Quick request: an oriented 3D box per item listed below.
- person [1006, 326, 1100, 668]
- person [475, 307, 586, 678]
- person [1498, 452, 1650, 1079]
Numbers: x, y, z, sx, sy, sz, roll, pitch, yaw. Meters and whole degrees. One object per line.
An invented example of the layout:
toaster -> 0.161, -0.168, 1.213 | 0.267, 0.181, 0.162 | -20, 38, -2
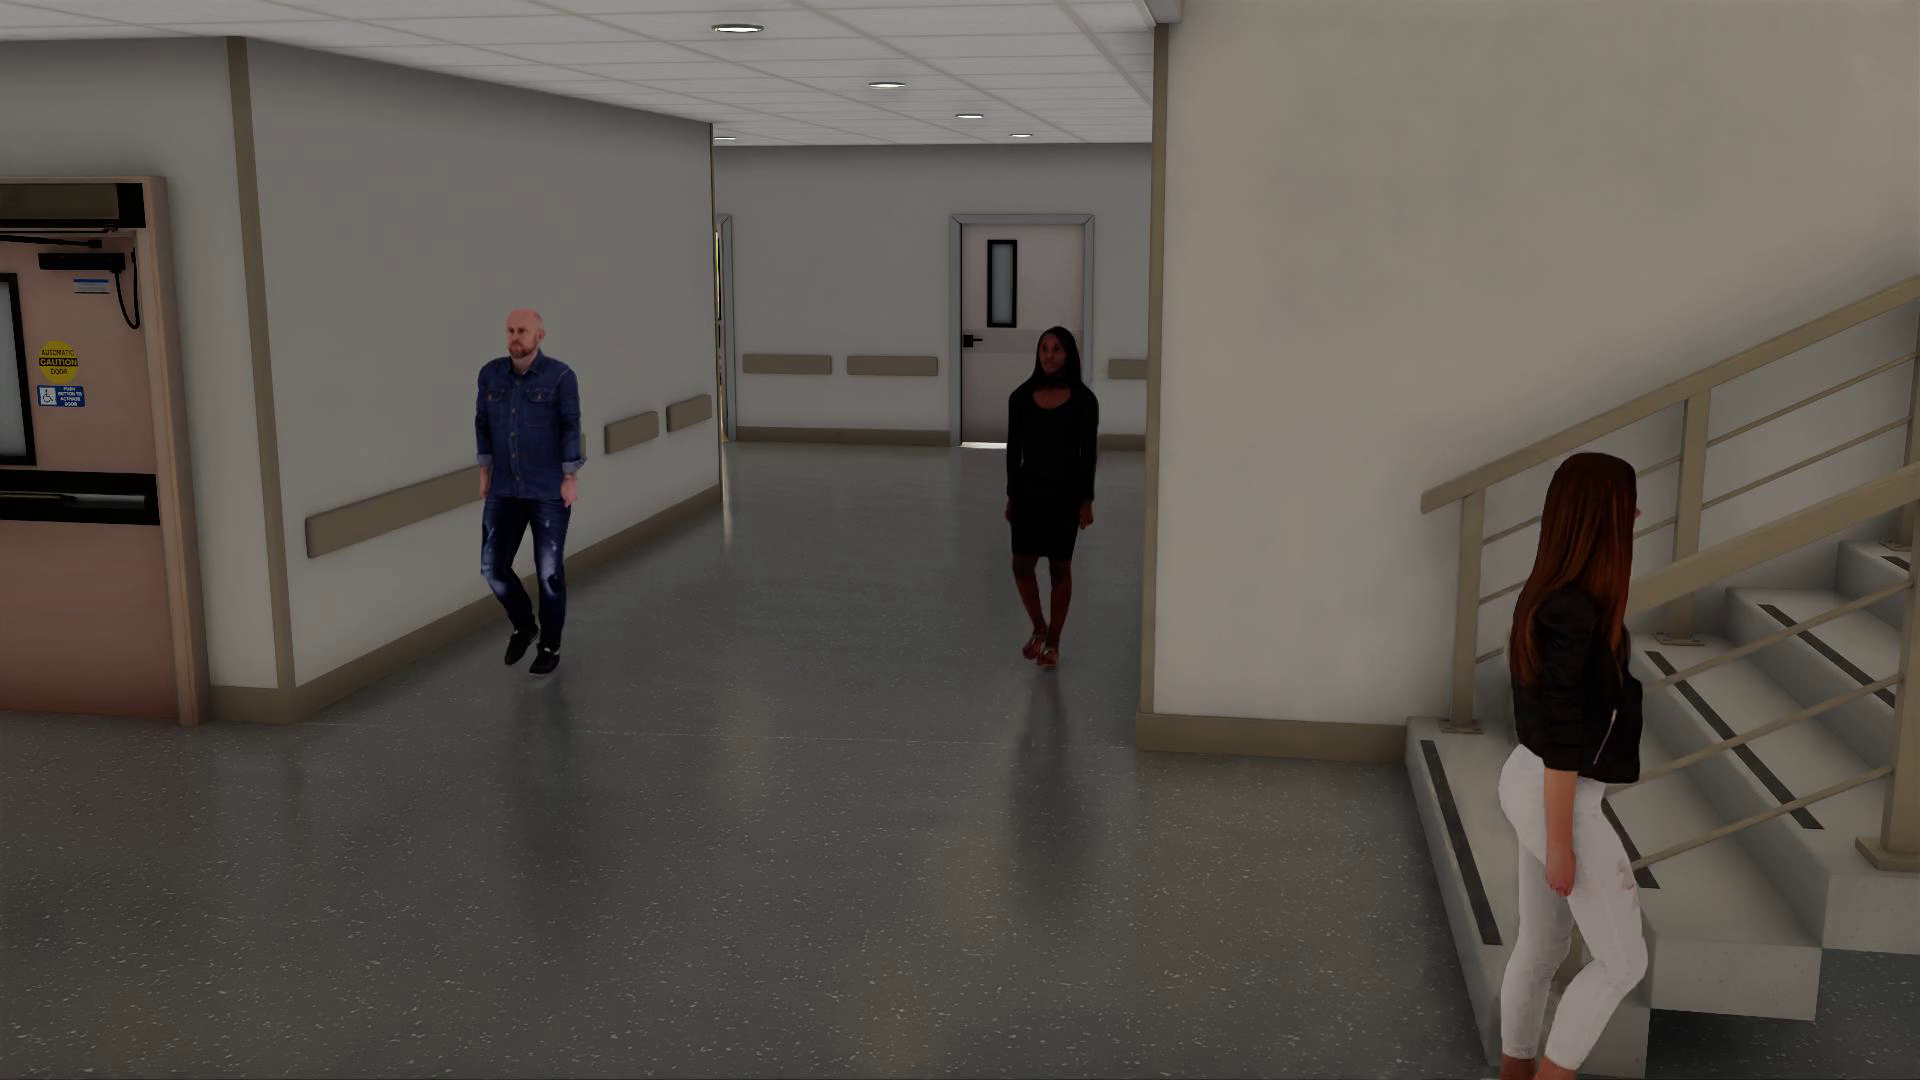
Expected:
person -> 0.477, -0.215, 8.391 | 0.551, 1.712, 0.706 | 3, 11, 15
person -> -2.113, -0.242, 8.256 | 0.572, 1.815, 0.800 | 1, 11, 8
person -> 1.359, 0.635, 3.958 | 0.539, 1.695, 0.621 | 2, 11, 11
